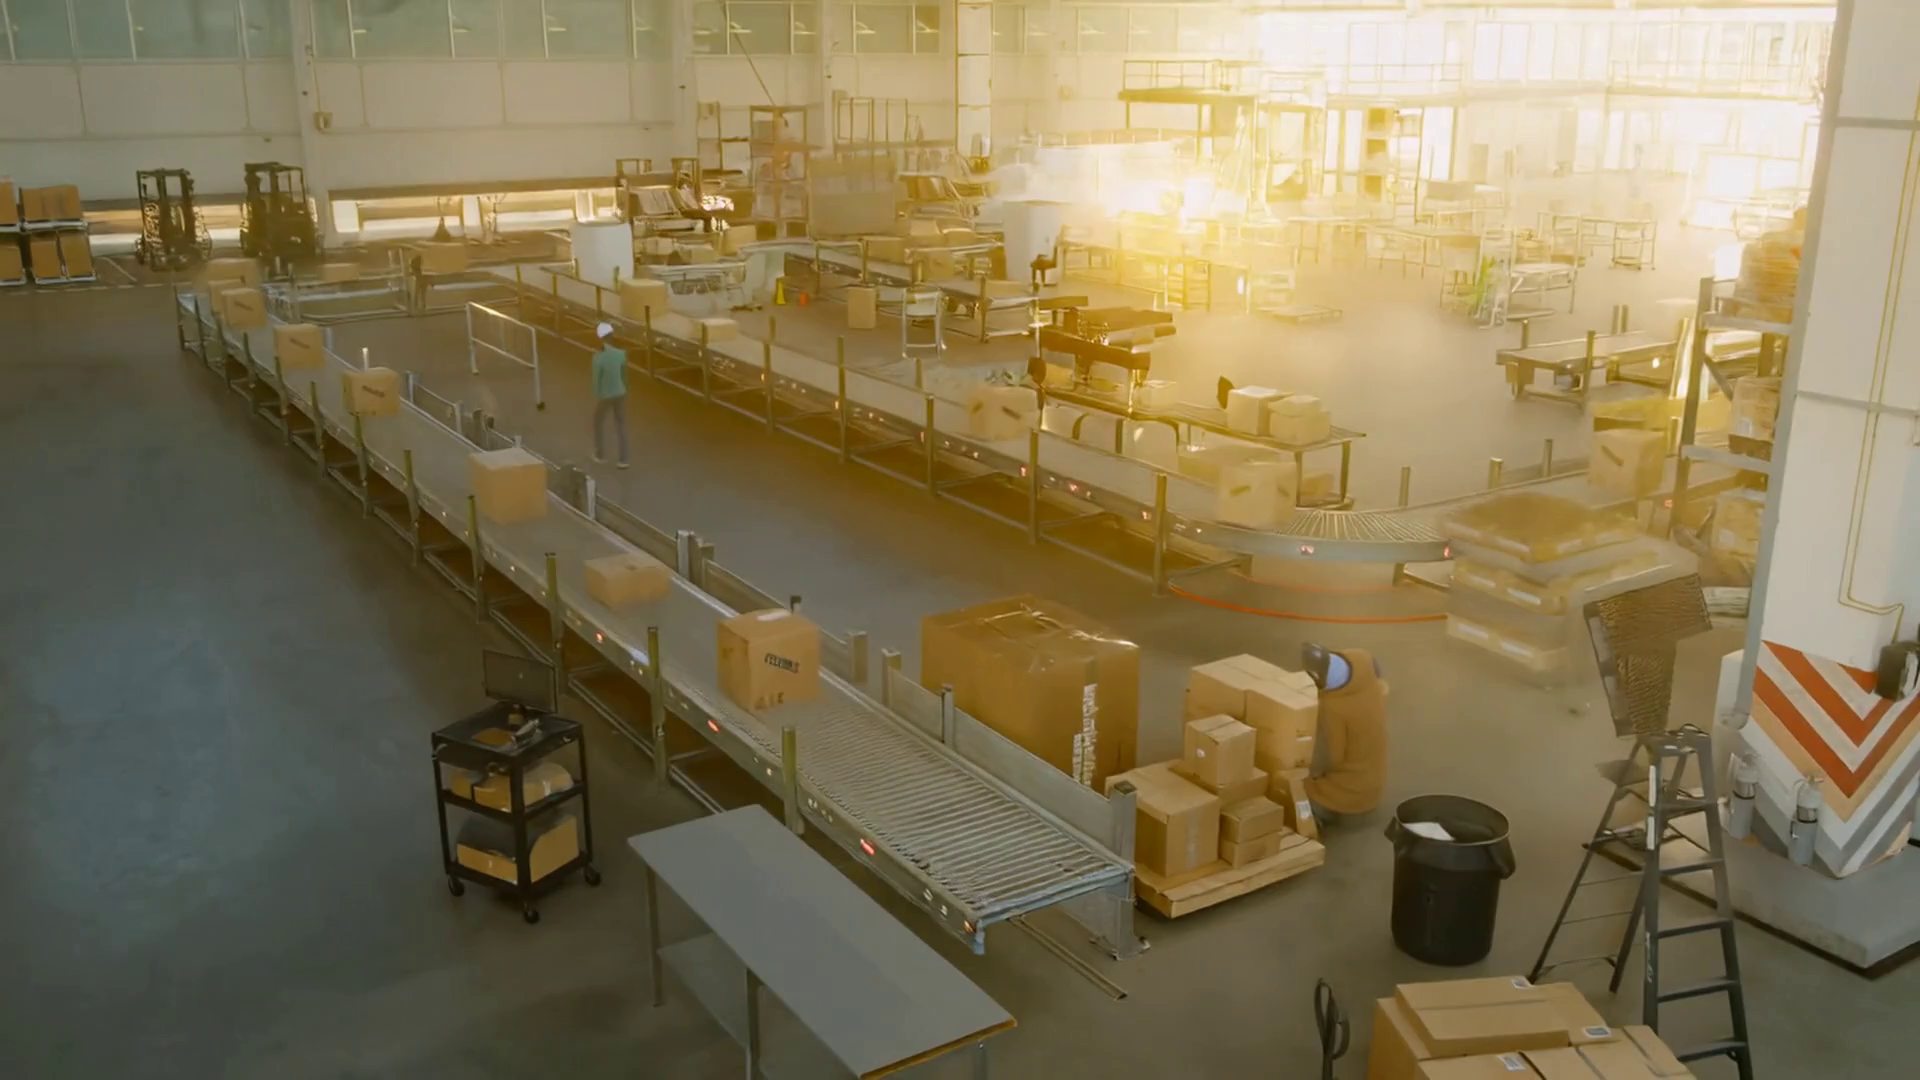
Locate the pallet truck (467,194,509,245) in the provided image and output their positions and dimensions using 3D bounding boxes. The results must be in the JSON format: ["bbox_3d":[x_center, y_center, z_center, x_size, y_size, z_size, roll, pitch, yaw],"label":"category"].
[{"bbox_3d":[-11.983,-8.177,42.137,0.704,1.261,1.522,-11,20,-33],"label":"pallet truck"}]

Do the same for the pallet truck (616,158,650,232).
[{"bbox_3d":[-8.918,-9.176,44.255,0.823,1.965,1.885,-9,19,-27],"label":"pallet truck"}]

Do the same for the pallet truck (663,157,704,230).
[{"bbox_3d":[-7.586,-9.308,44.692,0.823,1.965,1.885,-11,20,-33],"label":"pallet truck"}]

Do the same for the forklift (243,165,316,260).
[{"bbox_3d":[-15.898,-7.669,38.708,1.157,1.987,2.680,-11,20,-33],"label":"forklift"}]

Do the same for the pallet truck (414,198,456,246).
[{"bbox_3d":[-13.250,-8.060,41.856,0.680,1.201,1.601,-10,20,-31],"label":"pallet truck"}]

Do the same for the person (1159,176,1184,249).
[{"bbox_3d":[4.813,-7.399,38.349,0.612,2.002,0.864,-6,18,-19],"label":"person"}]

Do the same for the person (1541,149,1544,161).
[{"bbox_3d":[21.830,-14.480,62.507,0.498,1.633,0.282,10,19,30],"label":"person"}]

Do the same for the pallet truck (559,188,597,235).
[{"bbox_3d":[-10.010,-8.652,43.699,0.653,1.274,1.630,-10,20,-31],"label":"pallet truck"}]

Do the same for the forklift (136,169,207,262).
[{"bbox_3d":[-17.842,-7.318,37.559,1.157,1.987,2.680,-10,20,-31],"label":"forklift"}]

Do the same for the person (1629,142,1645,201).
[{"bbox_3d":[21.637,-11.751,53.085,0.325,1.843,0.517,9,19,27],"label":"person"}]

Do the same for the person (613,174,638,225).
[{"bbox_3d":[-8.033,-7.851,40.018,0.675,1.890,0.474,6,18,20],"label":"person"}]

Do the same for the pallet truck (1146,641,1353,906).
[{"bbox_3d":[1.664,1.407,10.232,1.630,1.274,0.653,-10,20,-31],"label":"pallet truck"}]

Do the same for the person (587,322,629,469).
[{"bbox_3d":[-4.247,-1.741,19.928,0.548,1.741,0.710,-16,23,-42],"label":"person"}]

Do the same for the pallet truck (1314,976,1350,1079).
[{"bbox_3d":[2.299,2.390,7.086,1.601,1.201,0.680,-2,17,-7],"label":"pallet truck"}]
